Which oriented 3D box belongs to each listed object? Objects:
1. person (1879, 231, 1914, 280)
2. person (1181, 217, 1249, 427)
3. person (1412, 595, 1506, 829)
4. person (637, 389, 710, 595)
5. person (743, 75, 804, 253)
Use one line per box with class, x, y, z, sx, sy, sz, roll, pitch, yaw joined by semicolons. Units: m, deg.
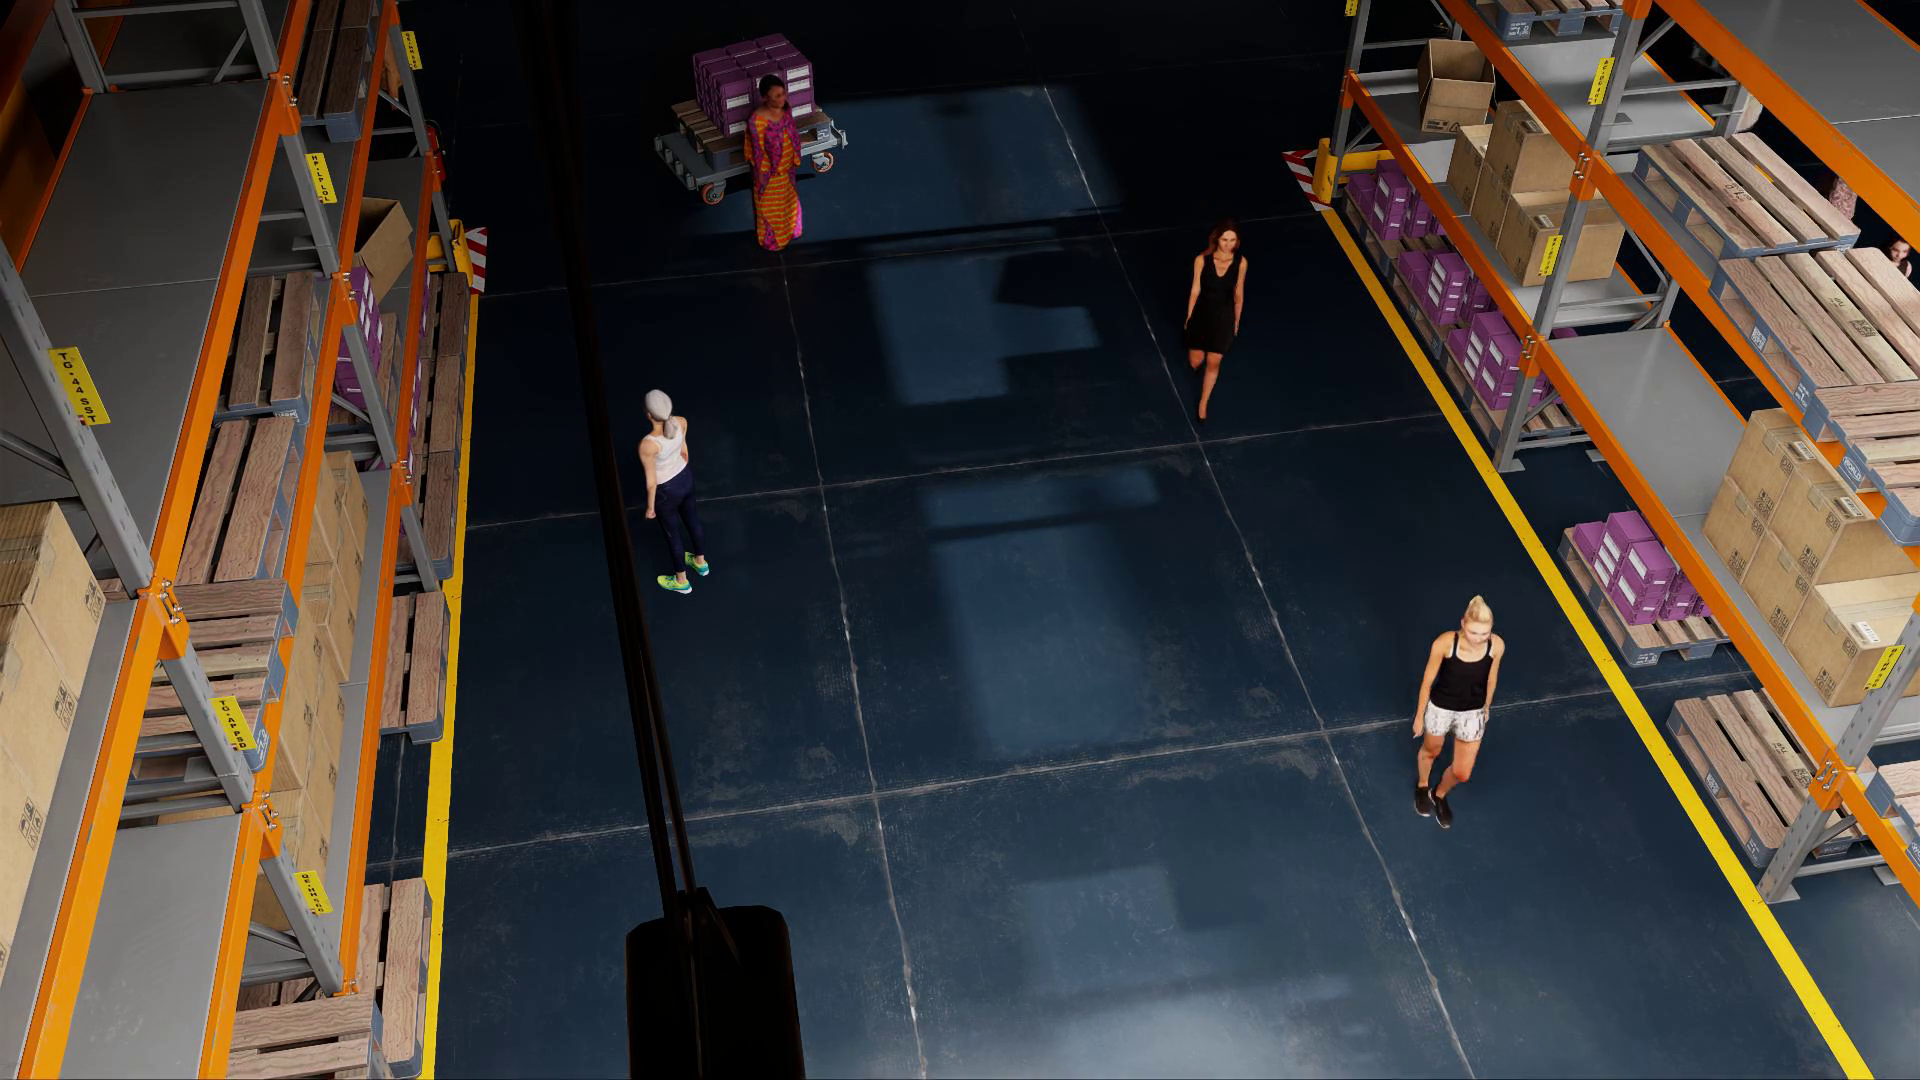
person;7.123;-1.776;13.068;0.609;1.561;0.587;4;44;4
person;1.933;-1.722;12.822;0.691;1.823;0.860;1;44;2
person;2.954;0.946;10.015;0.693;1.832;0.700;2;44;2
person;-1.974;-0.340;11.458;0.733;1.702;0.667;24;49;23
person;-1.619;-3.339;14.627;0.853;1.675;0.795;27;50;26
